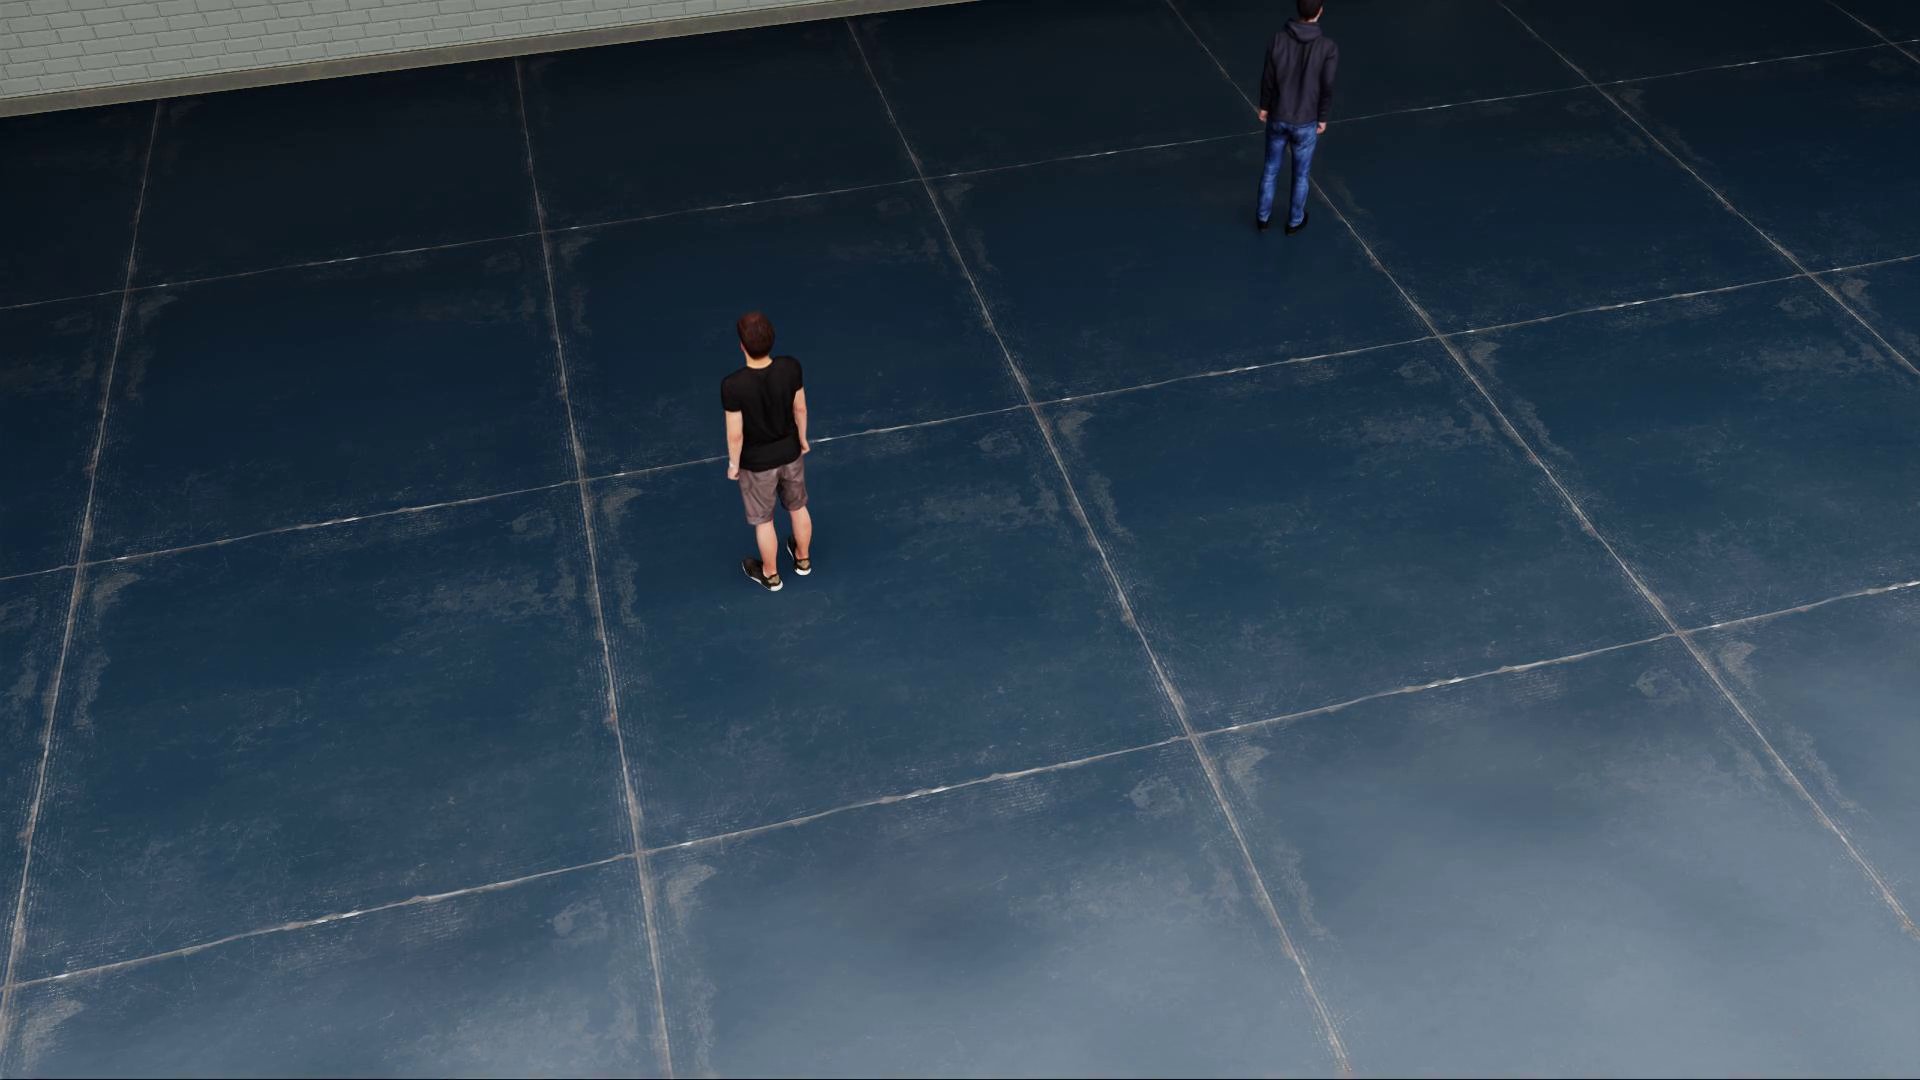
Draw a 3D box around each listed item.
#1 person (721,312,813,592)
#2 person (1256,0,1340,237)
[{"bbox_3d":[-1.071,-0.481,9.338,0.736,1.861,0.697,-23,48,-23],"label":"person"},{"bbox_3d":[2.426,-3.100,12.120,0.759,1.892,0.783,15,45,15],"label":"person"}]
